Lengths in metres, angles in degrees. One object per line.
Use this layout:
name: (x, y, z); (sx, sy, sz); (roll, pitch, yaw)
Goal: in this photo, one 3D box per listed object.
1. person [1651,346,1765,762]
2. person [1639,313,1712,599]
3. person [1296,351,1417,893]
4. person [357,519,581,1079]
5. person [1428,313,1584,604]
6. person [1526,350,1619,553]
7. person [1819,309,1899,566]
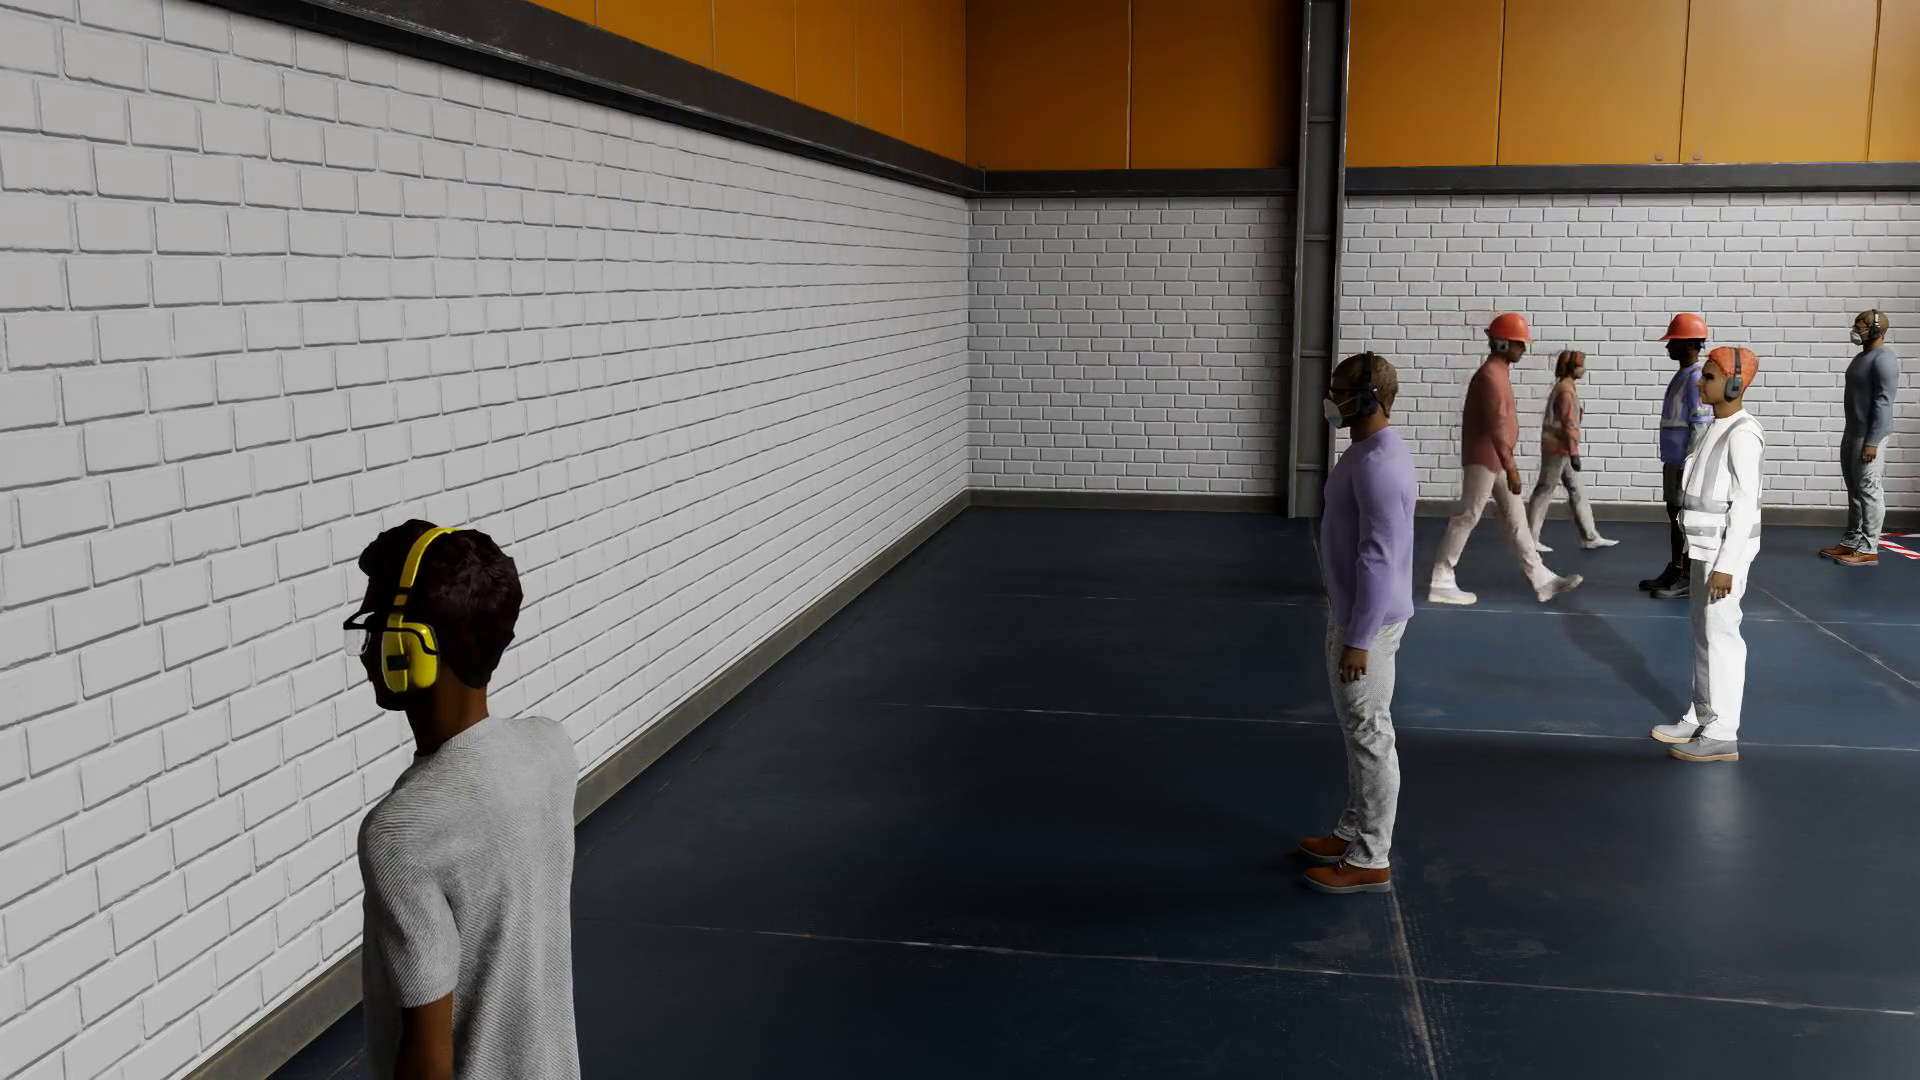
person: (3.436, 0.064, 7.573); (0.355, 1.885, 0.575); (2, 9, 9)
person: (4.882, -0.562, 11.309); (0.376, 1.935, 0.550); (2, 9, 9)
person: (1.434, 0.295, 5.974); (0.372, 1.940, 0.631); (2, 9, 9)
person: (-0.732, 0.896, 2.455); (0.328, 1.872, 0.513); (2, 9, 9)
person: (3.609, -0.510, 10.947); (1.026, 1.935, 0.642); (4, 10, 21)
person: (4.812, -0.677, 13.032); (0.809, 1.598, 0.541); (3, 10, 20)
person: (6.848, -0.775, 12.608); (0.372, 1.940, 0.631); (2, 9, 9)
